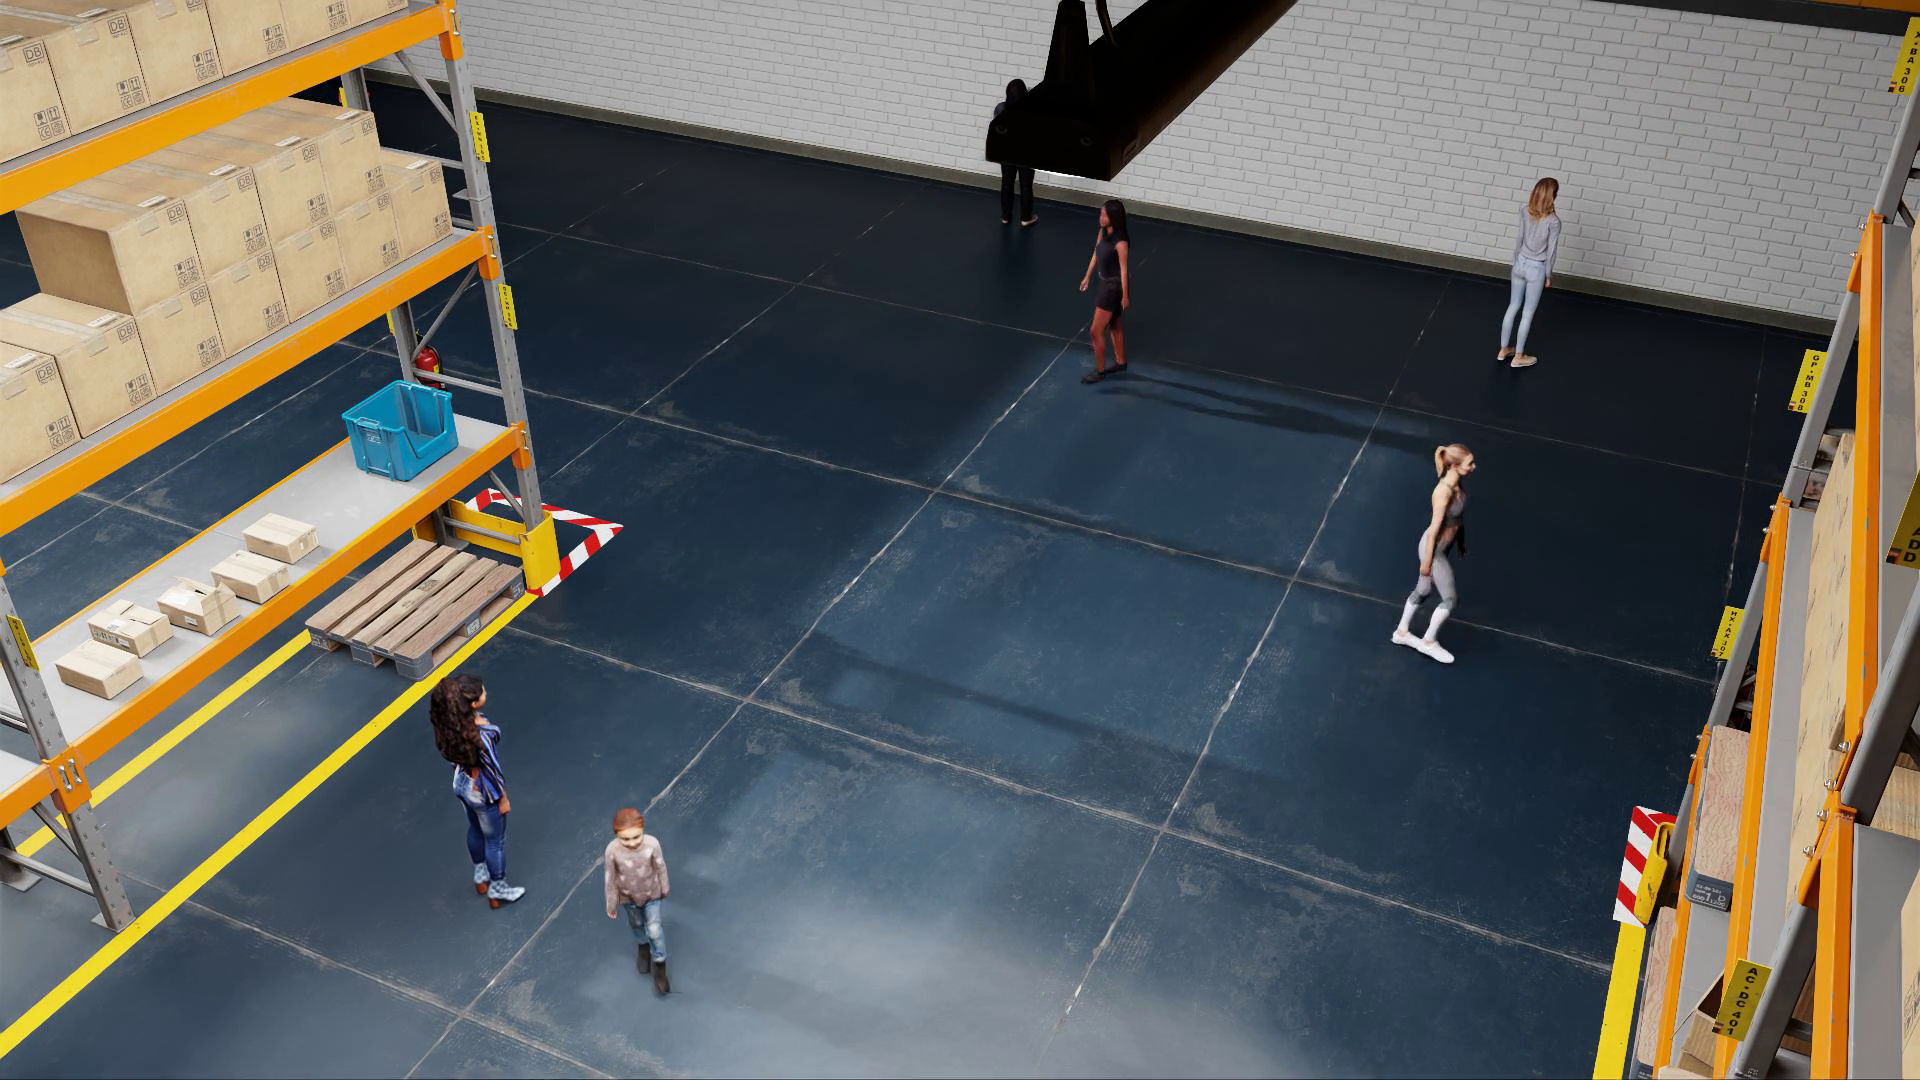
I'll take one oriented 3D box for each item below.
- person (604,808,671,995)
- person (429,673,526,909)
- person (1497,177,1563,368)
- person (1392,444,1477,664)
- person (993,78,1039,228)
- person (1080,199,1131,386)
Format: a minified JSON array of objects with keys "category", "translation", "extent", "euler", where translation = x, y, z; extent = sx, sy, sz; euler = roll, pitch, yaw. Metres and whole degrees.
[{"category":"person","translation":[-1.765,1.886,9.123],"extent":[0.626,1.184,0.707],"euler":[-3,34,-4]},{"category":"person","translation":[-2.724,1.413,9.440],"extent":[0.663,1.620,0.684],"euler":[-29,43,-36]},{"category":"person","translation":[5.168,-2.429,15.061],"extent":[0.684,1.797,0.667],"euler":[-19,38,-26]},{"category":"person","translation":[3.189,0.061,11.415],"extent":[0.631,1.686,0.608],"euler":[14,36,19]},{"category":"person","translation":[0.619,-4.163,17.851],"extent":[0.655,1.597,0.636],"euler":[15,36,21]},{"category":"person","translation":[1.435,-2.218,14.816],"extent":[0.894,1.717,0.841],"euler":[-8,34,-11]}]
